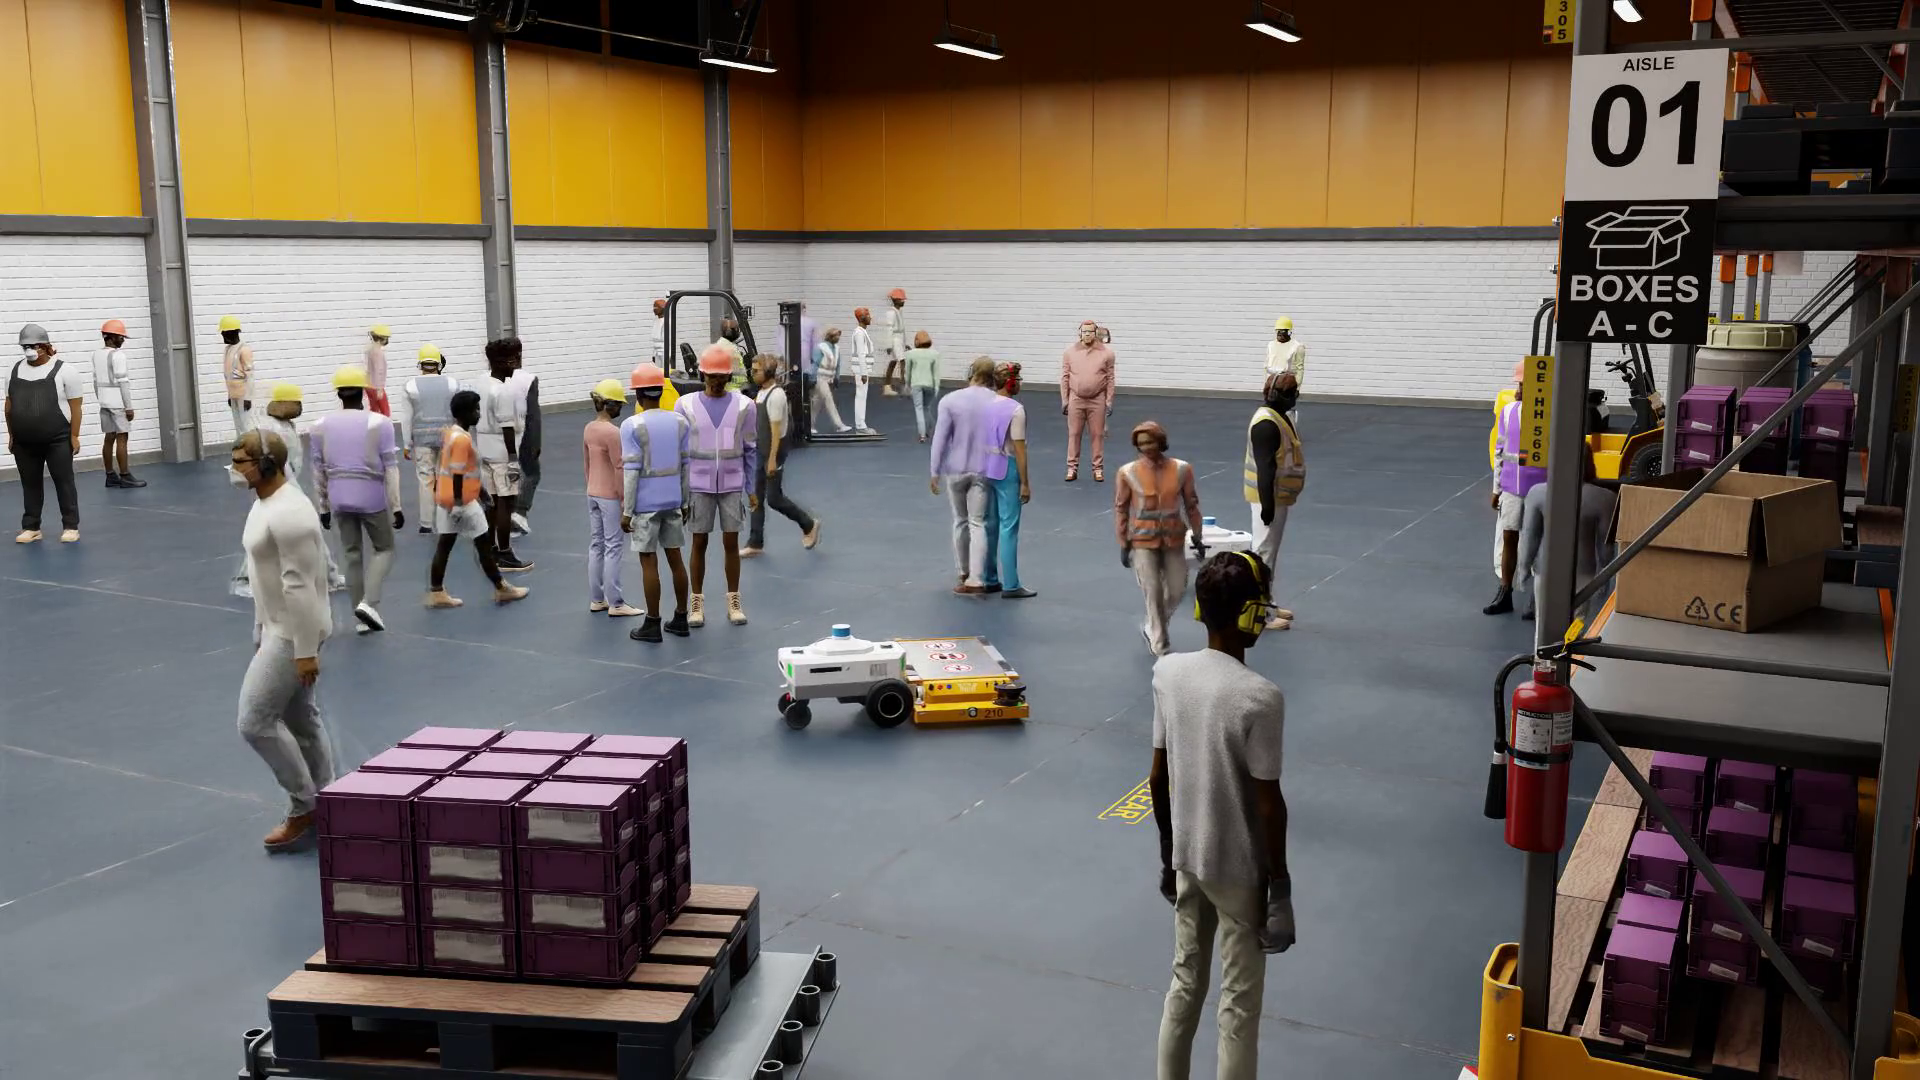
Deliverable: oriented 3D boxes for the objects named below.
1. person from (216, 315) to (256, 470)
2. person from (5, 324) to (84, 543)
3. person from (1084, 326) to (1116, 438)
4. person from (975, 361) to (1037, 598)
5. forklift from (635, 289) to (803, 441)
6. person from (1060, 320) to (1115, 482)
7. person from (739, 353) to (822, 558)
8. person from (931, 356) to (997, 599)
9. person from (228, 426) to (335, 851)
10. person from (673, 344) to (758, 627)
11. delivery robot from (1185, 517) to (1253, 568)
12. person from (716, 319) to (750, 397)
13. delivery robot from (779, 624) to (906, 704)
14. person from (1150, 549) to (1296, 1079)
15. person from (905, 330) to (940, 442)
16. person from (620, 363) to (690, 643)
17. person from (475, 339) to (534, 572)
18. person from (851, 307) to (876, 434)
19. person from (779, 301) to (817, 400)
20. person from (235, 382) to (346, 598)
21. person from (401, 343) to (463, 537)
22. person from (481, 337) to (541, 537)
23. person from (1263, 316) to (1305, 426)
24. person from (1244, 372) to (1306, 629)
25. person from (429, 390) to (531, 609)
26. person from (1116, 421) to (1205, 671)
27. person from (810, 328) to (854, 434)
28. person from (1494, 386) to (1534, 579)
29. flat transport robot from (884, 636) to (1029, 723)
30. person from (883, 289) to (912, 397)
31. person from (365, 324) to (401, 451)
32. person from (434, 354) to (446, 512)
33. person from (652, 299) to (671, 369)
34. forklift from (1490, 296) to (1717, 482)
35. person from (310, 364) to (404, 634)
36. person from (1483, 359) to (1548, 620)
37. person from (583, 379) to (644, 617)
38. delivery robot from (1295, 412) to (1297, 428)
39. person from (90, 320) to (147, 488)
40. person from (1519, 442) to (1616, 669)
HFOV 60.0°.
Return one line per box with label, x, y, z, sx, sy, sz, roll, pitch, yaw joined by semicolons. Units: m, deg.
person;-8.892;-1.803;20.507;0.589;1.924;0.383;10;14;44
person;-8.513;-0.982;15.415;0.676;2.000;0.536;-1;10;-6
person;2.031;-2.305;24.262;0.522;1.619;0.421;-5;11;-28
person;0.327;-0.468;13.000;0.393;1.847;0.563;-7;12;-34
forklift;-3.358;-2.392;23.136;2.313;2.155;1.214;-1;10;-5
person;1.499;-1.634;19.580;0.640;1.908;0.409;1;10;6
person;-1.631;-0.744;14.680;0.734;1.823;0.526;-6;11;-31
person;0.111;-0.503;13.169;0.657;1.876;0.861;0;10;3
person;-3.067;0.448;7.480;0.532;1.918;0.655;-6;11;-30
person;-1.751;-0.387;11.977;0.605;2.040;0.388;-2;10;-13
delivery robot;2.005;0.056;13.434;0.707;0.478;0.477;-2;10;-10
person;-2.922;-1.983;21.861;0.621;1.822;0.630;0;10;-2
delivery robot;-0.679;0.727;9.546;0.707;0.478;0.477;-3;10;-14
person;0.761;0.949;4.751;0.329;1.865;0.507;-8;12;-37
person;-0.525;-2.193;23.751;0.491;1.594;0.832;-2;10;-14
person;-2.129;-0.260;11.542;0.376;1.933;0.551;9;14;43
person;-3.890;-0.717;14.099;0.361;1.962;0.613;-7;12;-37
person;-1.431;-2.496;24.636;0.355;1.884;0.574;-1;10;-5
person;-2.793;-3.195;28.749;0.681;1.861;0.528;-3;10;-15
person;-5.264;-0.387;13.008;0.934;1.691;0.488;-1;10;-8
person;-4.996;-0.946;15.806;0.588;1.834;0.403;-5;11;-25
person;-4.216;-0.963;15.711;0.594;1.902;0.436;2;10;11
person;4.350;-2.099;22.481;0.590;1.833;0.404;8;13;41
person;2.272;-0.293;12.013;0.430;1.841;0.624;3;10;18
person;-3.668;-0.308;12.597;0.825;1.651;0.532;-5;11;-26
person;1.295;0.029;10.834;0.570;1.605;0.542;-1;10;-5
person;-1.962;-2.345;24.623;0.873;1.569;0.511;4;11;24
person;4.651;-0.495;13.755;0.510;1.641;0.308;-3;10;-16
flat transport robot;-0.054;0.818;10.113;0.652;0.197;1.431;-2;10;-10
person;-1.066;-3.687;31.179;0.890;2.012;0.612;1;10;8
person;-7.962;-2.047;22.457;0.641;1.735;0.565;-6;12;-33
person;-5.356;-1.097;17.074;0.540;1.696;0.316;0;10;-1
person;-5.161;-3.225;28.853;0.339;1.882;0.584;-9;13;-41
forklift;7.296;-1.677;18.993;2.313;2.155;1.214;5;11;27
person;-4.212;-0.270;11.642;0.619;1.913;0.441;0;10;1
person;4.165;-0.382;12.240;0.544;1.939;0.355;9;14;43
person;-2.592;-0.311;12.341;0.318;1.764;0.522;-8;13;-40
delivery robot;4.509;-1.720;23.714;0.477;0.478;0.707;8;13;40
person;-9.657;-1.553;19.054;0.542;1.927;0.382;6;11;30
person;3.602;0.194;9.862;0.513;1.605;0.724;5;11;25
